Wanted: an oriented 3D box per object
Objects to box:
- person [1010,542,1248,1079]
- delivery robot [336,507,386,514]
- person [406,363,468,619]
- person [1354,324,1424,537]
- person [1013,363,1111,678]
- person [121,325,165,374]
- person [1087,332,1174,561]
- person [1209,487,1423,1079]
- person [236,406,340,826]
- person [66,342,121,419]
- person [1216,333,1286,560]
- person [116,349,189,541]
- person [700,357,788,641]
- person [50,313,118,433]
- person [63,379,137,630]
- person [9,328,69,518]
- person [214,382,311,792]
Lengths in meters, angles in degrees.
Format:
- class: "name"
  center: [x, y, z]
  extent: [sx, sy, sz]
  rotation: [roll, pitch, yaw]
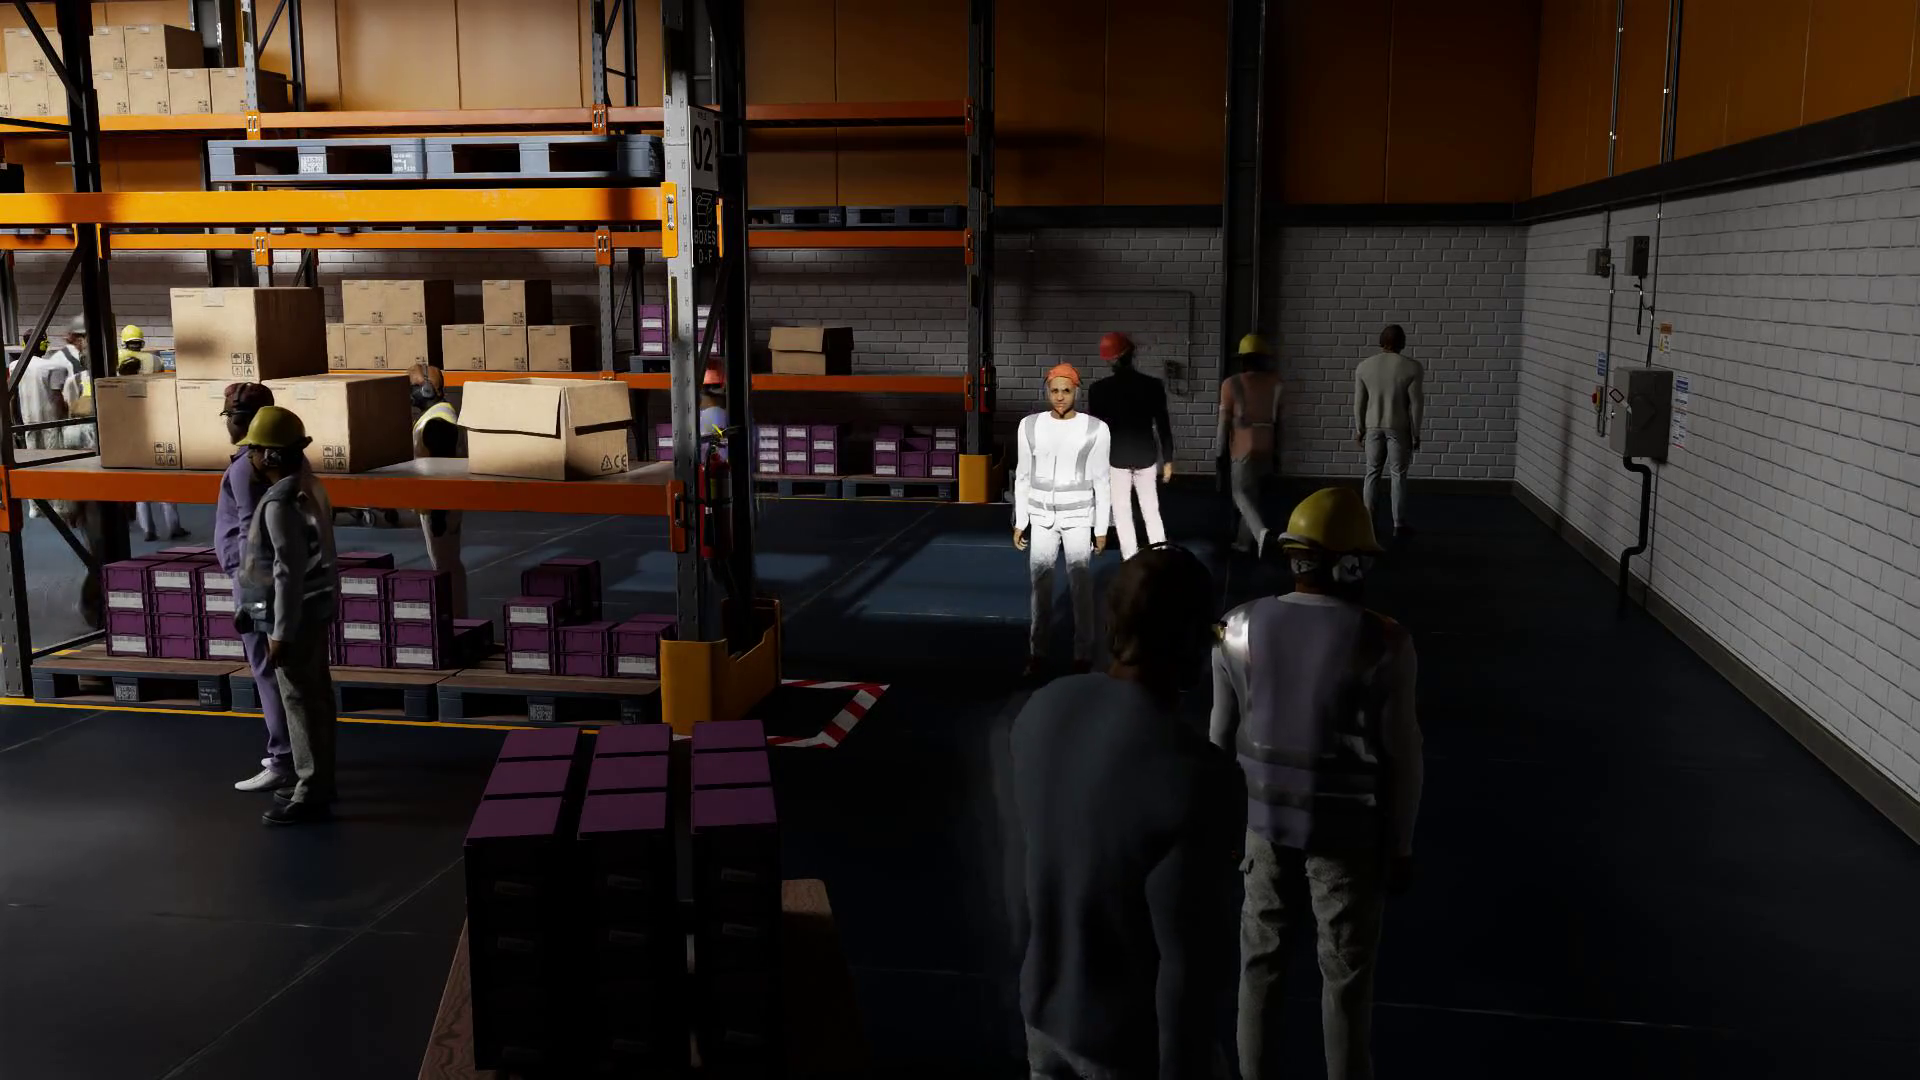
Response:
- class: "person"
  center: [0.225, 0.964, 3.173]
  extent: [0.829, 1.915, 0.653]
  rotation: [-7, 11, -35]
- class: "delivery robot"
  center: [-5.743, -0.463, 15.863]
  extent: [0.707, 0.478, 0.477]
  rotation: [5, 10, 27]
- class: "person"
  center: [-3.362, -0.213, 10.672]
  extent: [0.430, 1.835, 0.621]
  rotation: [-4, 10, -22]
- class: "person"
  center: [3.908, -0.998, 15.193]
  extent: [0.629, 1.939, 0.374]
  rotation: [5, 11, 30]
- class: "person"
  center: [0.605, -0.103, 9.836]
  extent: [0.580, 1.879, 0.347]
  rotation: [3, 10, 20]
- class: "person"
  center: [-8.968, -1.422, 18.149]
  extent: [0.403, 1.834, 0.587]
  rotation: [8, 12, 41]
- class: "person"
  center: [1.292, -0.609, 12.742]
  extent: [0.663, 1.958, 0.423]
  rotation: [-2, 9, -10]
- class: "person"
  center: [0.983, 0.766, 4.593]
  extent: [0.593, 1.826, 0.403]
  rotation: [6, 11, 34]
- class: "person"
  center: [-2.932, 0.329, 7.284]
  extent: [0.404, 1.835, 0.588]
  rotation: [-2, 9, -9]
- class: "person"
  center: [-7.939, -0.951, 15.407]
  extent: [0.538, 1.784, 0.990]
  rotation: [-3, 10, -18]
- class: "person"
  center: [2.468, -0.785, 13.998]
  extent: [0.595, 1.902, 0.811]
  rotation: [-3, 10, -18]
- class: "person"
  center: [-7.341, -0.848, 14.934]
  extent: [0.592, 1.719, 0.374]
  rotation: [-1, 9, -7]
- class: "person"
  center: [-1.498, -0.207, 10.430]
  extent: [0.983, 1.898, 0.548]
  rotation: [4, 10, 24]
- class: "person"
  center: [-9.080, -1.382, 17.261]
  extent: [0.922, 2.000, 0.673]
  rotation: [6, 11, 32]
- class: "person"
  center: [-5.701, -0.236, 11.091]
  extent: [0.346, 1.726, 0.514]
  rotation: [2, 9, 14]
- class: "person"
  center: [-9.018, -1.145, 16.318]
  extent: [0.530, 1.869, 0.311]
  rotation: [0, 9, -1]
- class: "person"
  center: [-3.252, 0.216, 7.770]
  extent: [0.401, 1.904, 0.651]
  rotation: [-1, 9, -3]
